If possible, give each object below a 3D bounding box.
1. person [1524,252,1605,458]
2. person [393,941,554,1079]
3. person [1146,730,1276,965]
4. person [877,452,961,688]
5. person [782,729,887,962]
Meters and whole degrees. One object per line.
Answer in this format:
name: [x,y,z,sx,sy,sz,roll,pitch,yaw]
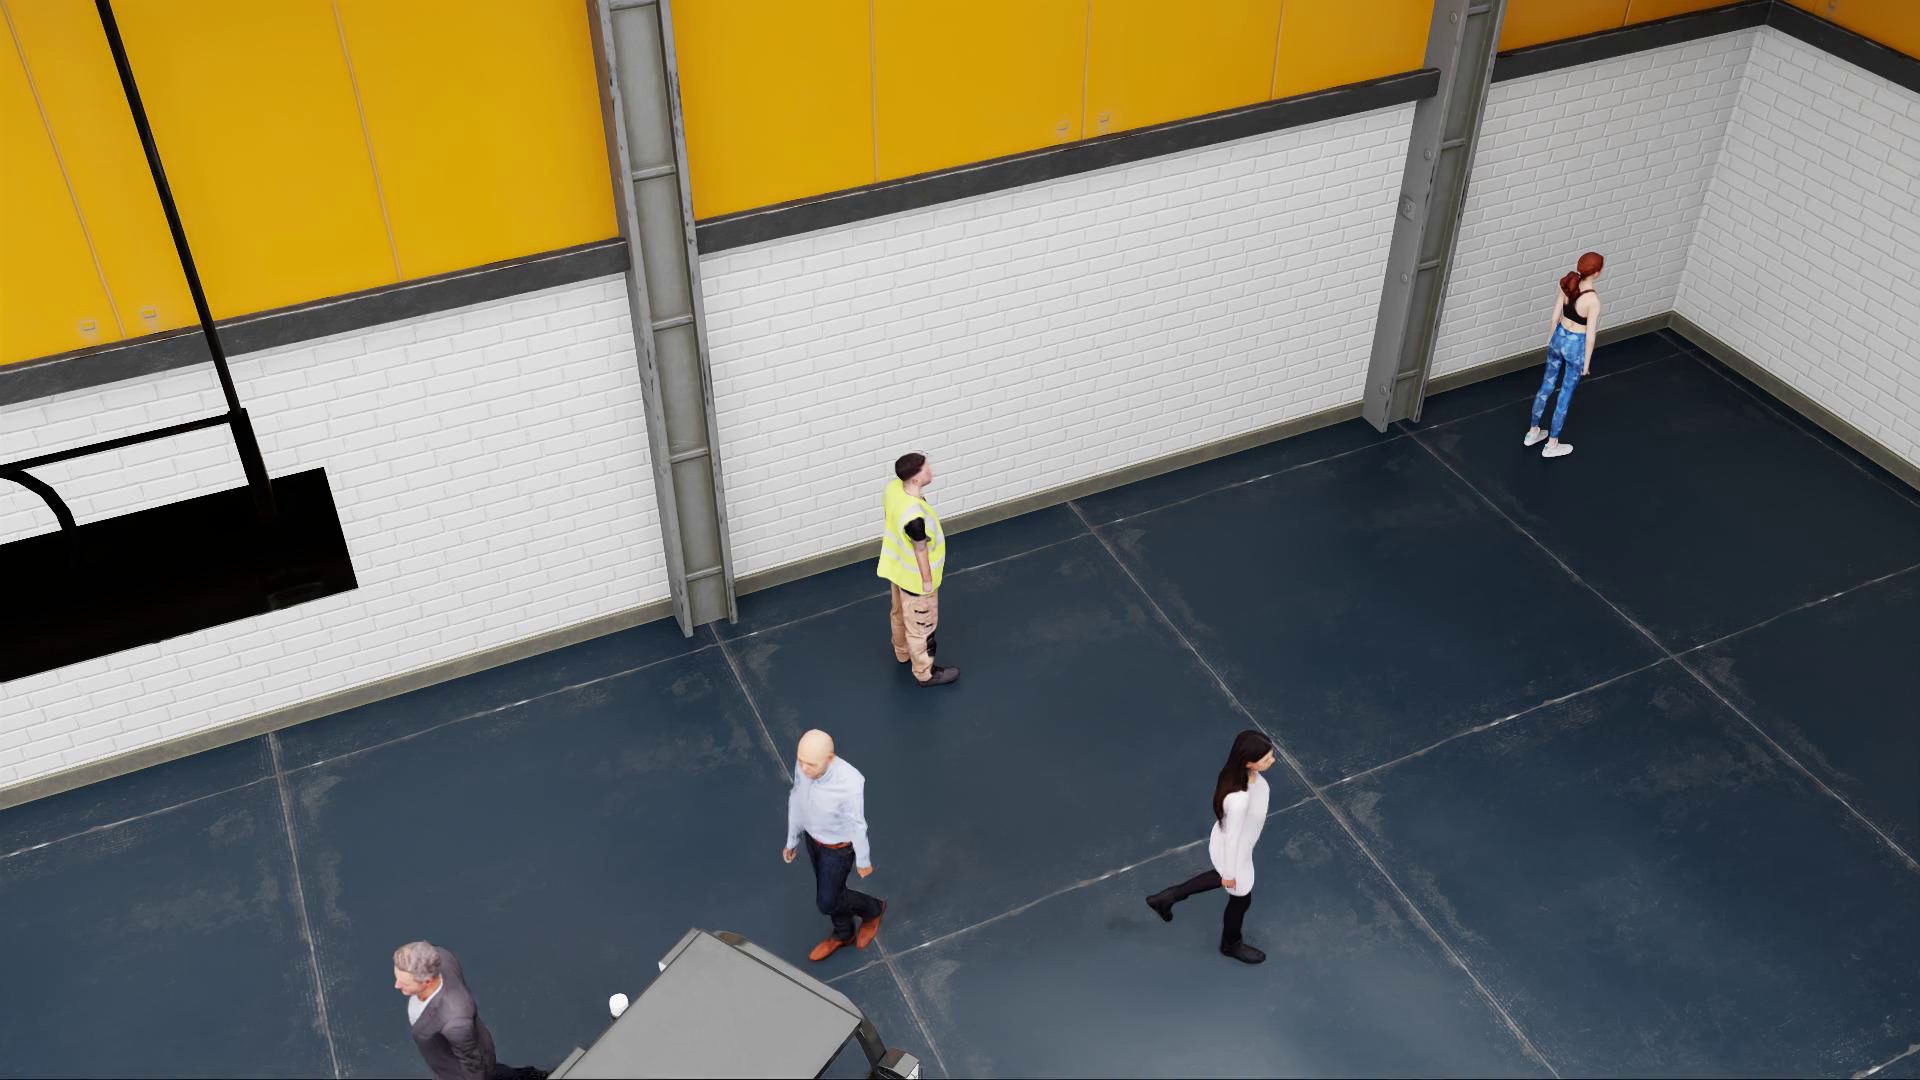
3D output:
person: [4.774,-1.463,13.063,0.603,1.785,0.584,-20,43,-24]
person: [-2.371,2.484,8.099,0.981,1.813,0.761,-18,42,-21]
person: [1.420,1.670,9.136,1.050,1.791,0.954,9,40,12]
person: [-0.290,0.173,10.965,0.687,1.847,0.671,-17,41,-20]
person: [-0.651,1.635,9.193,0.832,1.774,0.743,-32,48,-33]
